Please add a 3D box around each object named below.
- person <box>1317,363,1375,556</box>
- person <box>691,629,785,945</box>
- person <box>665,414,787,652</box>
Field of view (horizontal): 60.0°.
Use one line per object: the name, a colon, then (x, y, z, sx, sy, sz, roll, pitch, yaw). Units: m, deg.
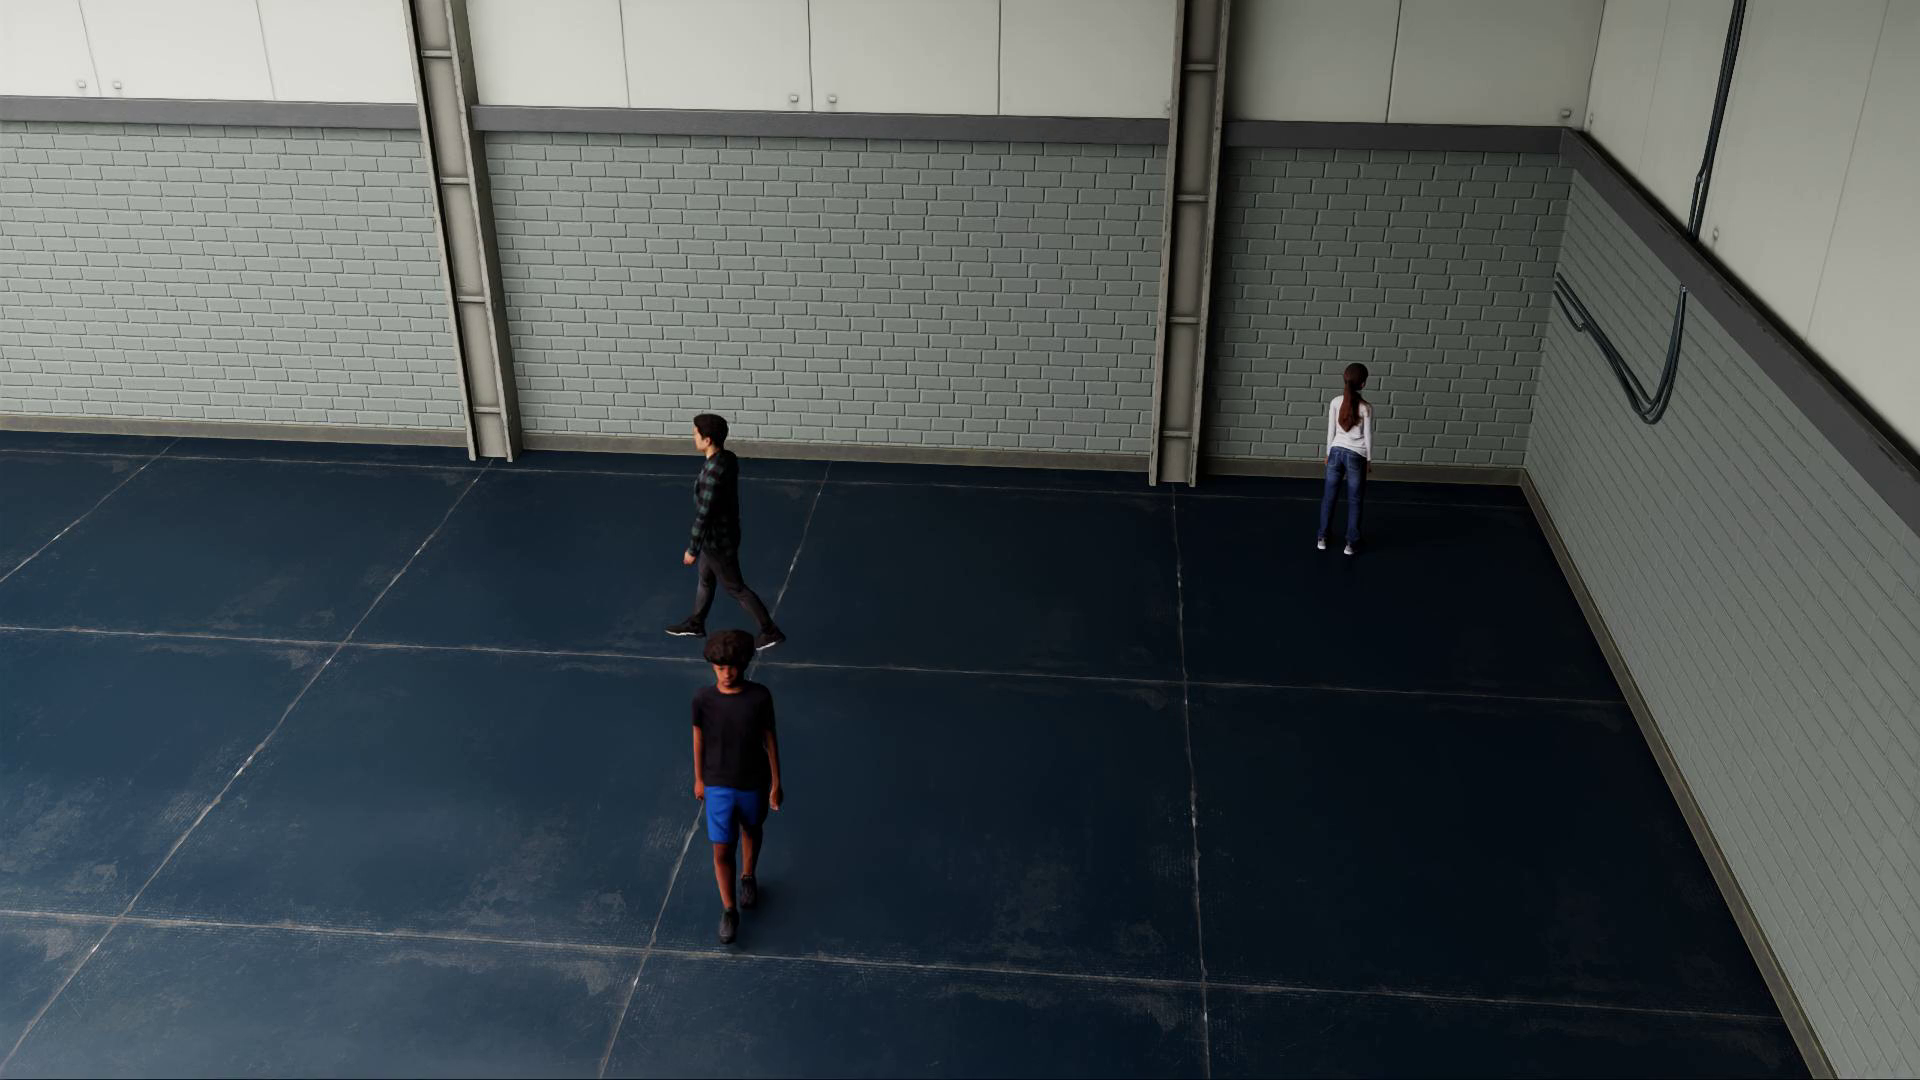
person: (2.997, -0.636, 12.893, 0.581, 1.558, 0.678, 15, 31, 27)
person: (-1.207, 1.228, 9.024, 0.831, 1.784, 0.790, -3, 27, -6)
person: (-1.505, -0.017, 10.921, 1.077, 1.682, 0.706, 1, 27, 2)
